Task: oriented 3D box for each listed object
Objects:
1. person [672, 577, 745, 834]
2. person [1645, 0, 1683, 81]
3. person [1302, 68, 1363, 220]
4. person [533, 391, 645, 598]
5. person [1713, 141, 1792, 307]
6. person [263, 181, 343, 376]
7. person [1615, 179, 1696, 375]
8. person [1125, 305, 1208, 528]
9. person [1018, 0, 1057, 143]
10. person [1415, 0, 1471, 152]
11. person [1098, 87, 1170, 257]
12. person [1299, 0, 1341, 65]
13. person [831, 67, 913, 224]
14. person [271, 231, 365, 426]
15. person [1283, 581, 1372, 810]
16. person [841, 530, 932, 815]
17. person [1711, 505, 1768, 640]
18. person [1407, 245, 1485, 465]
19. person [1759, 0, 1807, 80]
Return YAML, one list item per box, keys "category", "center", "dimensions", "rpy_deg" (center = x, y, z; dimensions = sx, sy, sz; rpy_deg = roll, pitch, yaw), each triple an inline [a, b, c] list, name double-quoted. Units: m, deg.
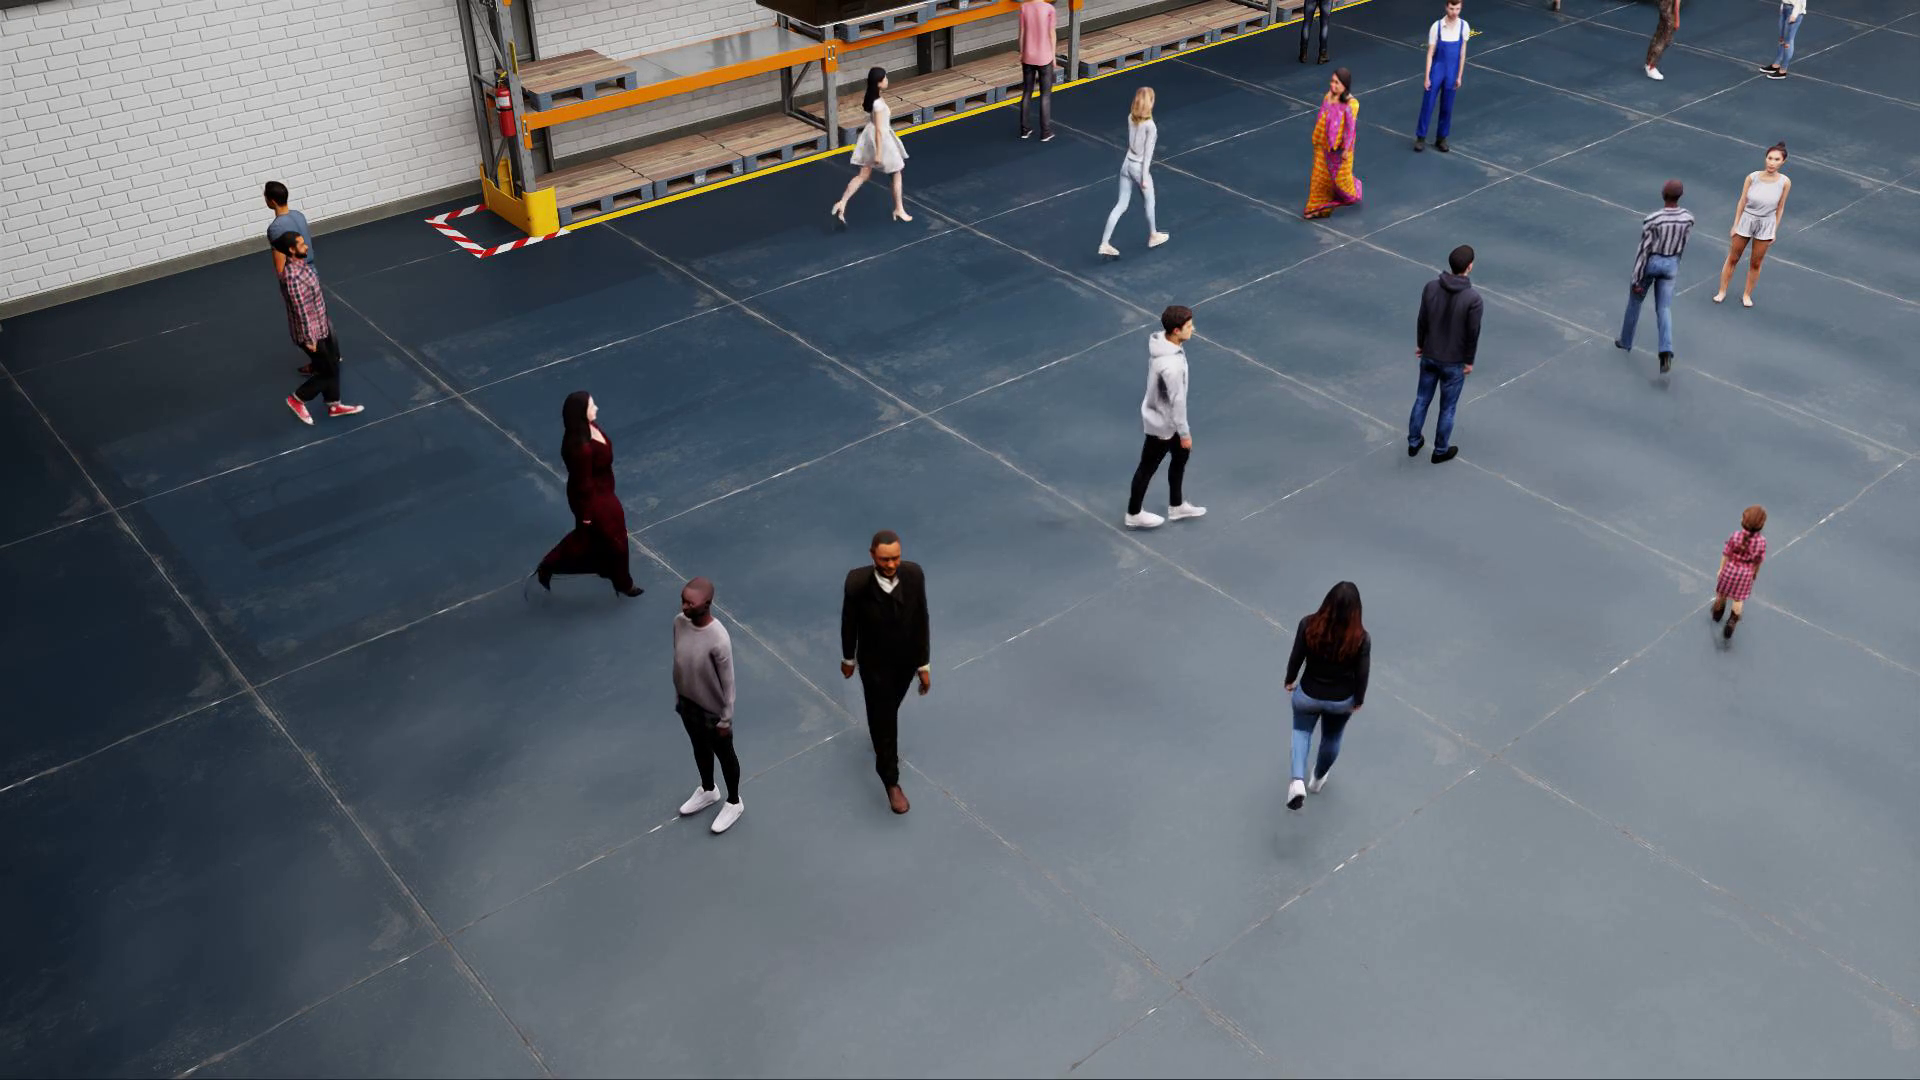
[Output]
- category: "person"
  center: [-1.515, 0.966, 9.999]
  dimensions: [0.658, 1.772, 0.610]
  rpy_deg: [23, 40, 30]
- category: "person"
  center: [9.395, -7.014, 22.088]
  dimensions: [0.866, 1.681, 0.725]
  rpy_deg: [2, 34, 3]
- category: "person"
  center: [4.107, -4.311, 18.026]
  dimensions: [1.016, 1.676, 0.660]
  rpy_deg: [-22, 39, -29]
- category: "person"
  center: [-2.726, -0.283, 11.911]
  dimensions: [1.115, 1.736, 0.911]
  rpy_deg: [-9, 35, -14]
- category: "person"
  center: [7.768, -3.074, 16.227]
  dimensions: [0.653, 1.607, 0.672]
  rpy_deg: [13, 36, 19]
- category: "person"
  center: [-5.939, -2.365, 14.980]
  dimensions: [0.772, 1.806, 0.683]
  rpy_deg: [6, 34, 10]
- category: "person"
  center: [6.330, -2.350, 14.997]
  dimensions: [1.104, 1.763, 1.108]
  rpy_deg: [-1, 34, -1]
- category: "person"
  center: [1.450, -0.906, 12.699]
  dimensions: [1.047, 1.901, 0.977]
  rpy_deg: [1, 34, 2]
- category: "person"
  center: [0.921, -5.793, 20.002]
  dimensions: [0.710, 1.957, 0.714]
  rpy_deg: [12, 35, 18]
- category: "person"
  center: [5.725, -5.549, 19.733]
  dimensions: [0.698, 1.848, 0.771]
  rpy_deg: [1, 34, 1]
- category: "person"
  center: [1.743, -3.737, 17.089]
  dimensions: [1.181, 1.757, 0.712]
  rpy_deg: [-20, 38, -27]
- category: "person"
  center: [4.871, -7.428, 22.510]
  dimensions: [0.785, 1.903, 0.787]
  rpy_deg: [10, 35, 14]
- category: "person"
  center: [-0.967, -4.146, 17.720]
  dimensions: [1.223, 1.740, 0.857]
  rpy_deg: [-12, 36, -18]
- category: "person"
  center: [-5.581, -1.778, 14.152]
  dimensions: [0.977, 1.745, 0.891]
  rpy_deg: [-8, 34, -12]
- category: "person"
  center: [2.207, 0.978, 10.119]
  dimensions: [0.892, 1.620, 1.006]
  rpy_deg: [12, 35, 17]
- category: "person"
  center: [-0.463, 0.676, 10.364]
  dimensions: [1.270, 1.852, 1.035]
  rpy_deg: [-11, 35, -16]
- category: "person"
  center: [5.526, 0.225, 11.800]
  dimensions: [0.639, 1.013, 0.753]
  rpy_deg: [9, 35, 13]
- category: "person"
  center: [3.961, -1.515, 13.621]
  dimensions: [0.711, 1.895, 0.633]
  rpy_deg: [24, 41, 32]
- category: "person"
  center: [11.033, -6.992, 22.044]
  dimensions: [0.755, 1.692, 0.697]
  rpy_deg: [2, 34, 4]
